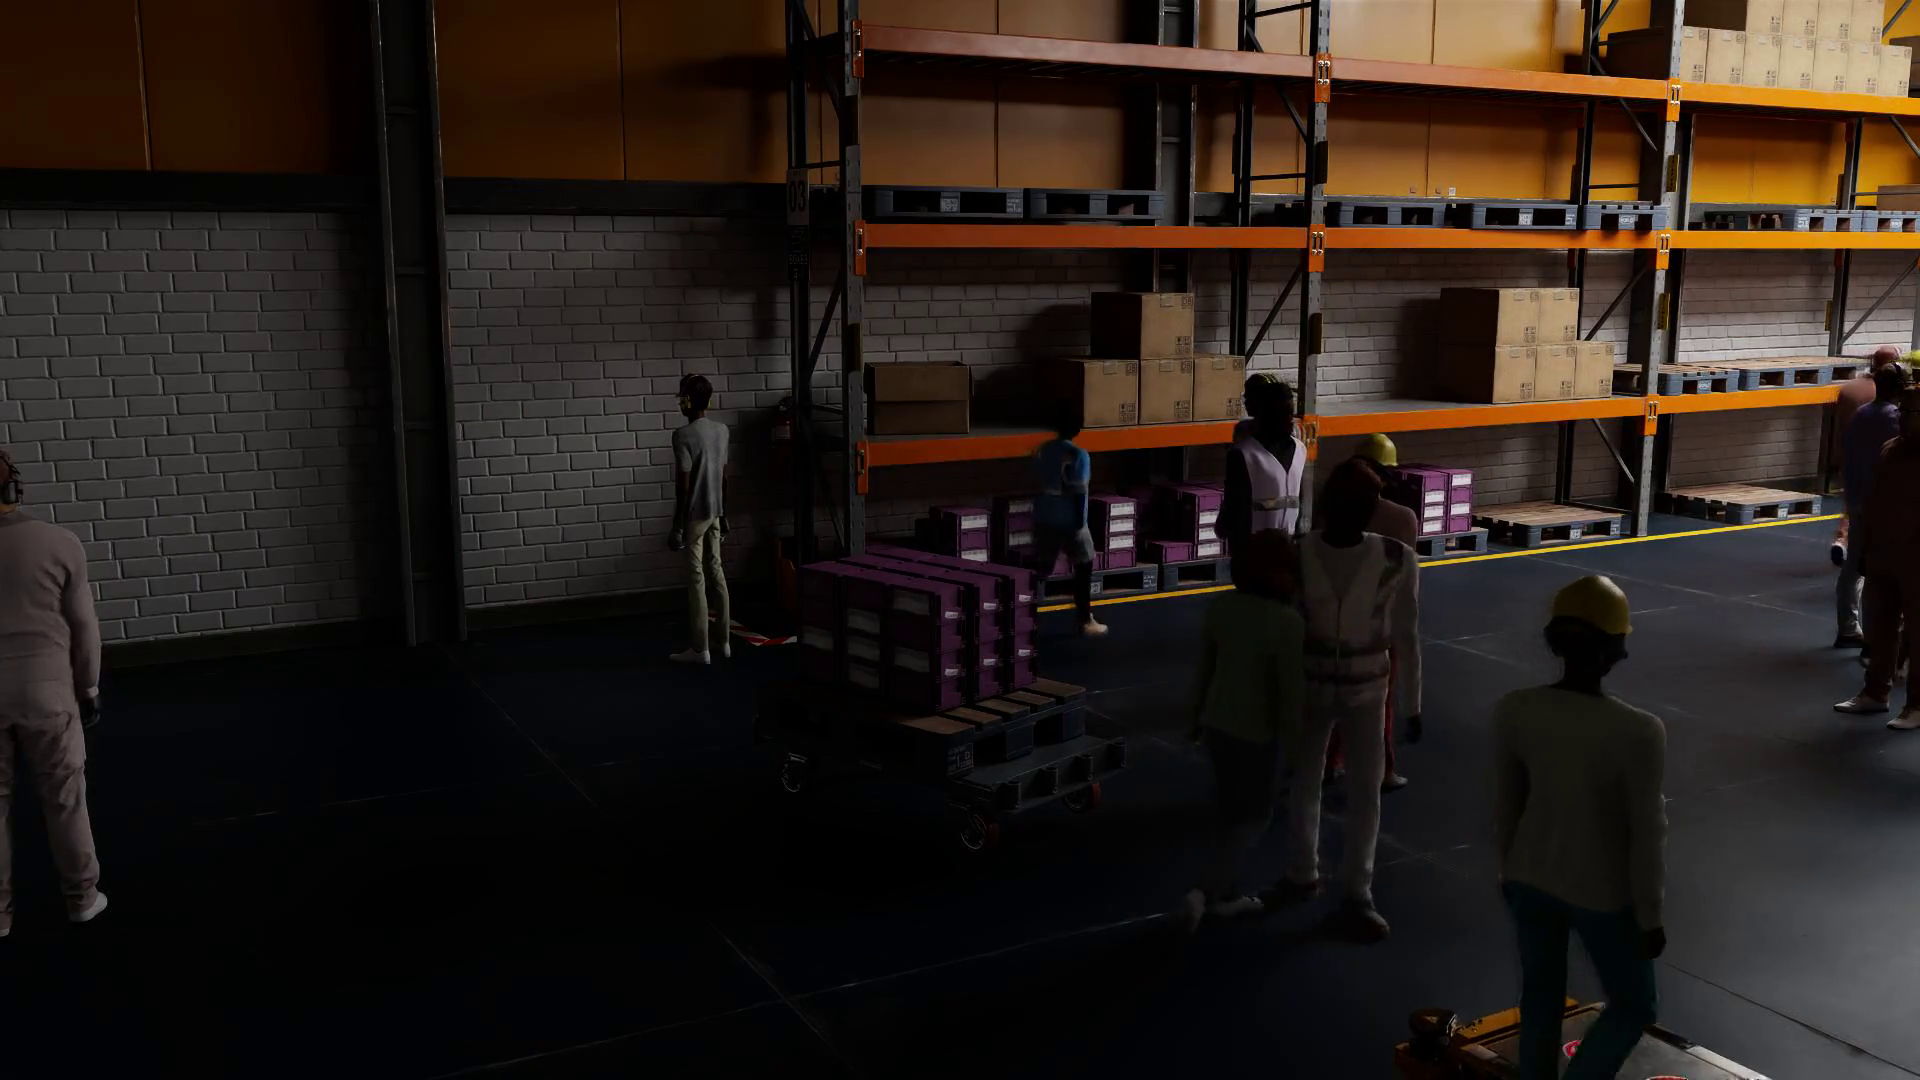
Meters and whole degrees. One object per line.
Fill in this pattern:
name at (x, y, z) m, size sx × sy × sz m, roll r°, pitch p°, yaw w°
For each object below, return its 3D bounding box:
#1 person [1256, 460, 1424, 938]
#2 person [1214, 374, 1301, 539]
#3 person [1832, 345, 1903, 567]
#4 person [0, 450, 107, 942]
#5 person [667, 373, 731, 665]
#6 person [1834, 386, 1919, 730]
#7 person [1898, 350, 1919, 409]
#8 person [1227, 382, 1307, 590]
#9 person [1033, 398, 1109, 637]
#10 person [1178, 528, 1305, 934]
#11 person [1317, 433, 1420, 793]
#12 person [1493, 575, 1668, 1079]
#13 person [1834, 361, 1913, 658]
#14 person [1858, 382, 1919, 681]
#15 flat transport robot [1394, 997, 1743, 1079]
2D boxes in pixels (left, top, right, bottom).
person at (1.456, 0.605, 6.491) m, size 0.704 × 1.855 × 0.562 m, roll 2°, pitch 10°, yaw 14°
person at (1.913, -0.162, 10.941) m, size 0.729 × 1.844 × 0.504 m, roll -7°, pitch 12°, yaw -34°
person at (7.473, -0.645, 13.583) m, size 0.455 × 1.890 × 0.671 m, roll -6°, pitch 12°, yaw -32°
person at (-3.658, 0.596, 6.420) m, size 0.636 × 1.903 × 0.404 m, roll -5°, pitch 11°, yaw -27°
person at (-1.687, -0.133, 10.701) m, size 0.316 × 1.870 × 0.531 m, roll 6°, pitch 11°, yaw 31°
person at (5.277, 0.093, 9.292) m, size 0.410 × 1.909 × 0.643 m, roll -3°, pitch 10°, yaw -16°
person at (7.260, -0.498, 12.681) m, size 0.548 × 1.911 × 0.592 m, roll -4°, pitch 10°, yaw -20°
person at (1.734, 0.056, 9.476) m, size 0.596 × 1.916 × 0.372 m, roll -8°, pitch 13°, yaw -39°
person at (0.646, -0.131, 11.276) m, size 0.781 × 1.668 × 0.537 m, roll -7°, pitch 12°, yaw -35°
person at (1.036, 0.750, 6.371) m, size 0.591 × 1.607 × 0.555 m, roll -8°, pitch 13°, yaw -39°
person at (2.002, 0.356, 8.193) m, size 0.533 × 1.765 × 0.330 m, roll 7°, pitch 12°, yaw 35°
person at (1.728, 0.966, 4.674) m, size 0.355 × 1.753 × 0.552 m, roll -7°, pitch 12°, yaw -36°
person at (6.022, -0.201, 10.897) m, size 0.373 × 1.940 × 0.627 m, roll -1°, pitch 10°, yaw -5°
person at (6.022, -0.060, 10.309) m, size 1.020 × 1.862 × 0.600 m, roll -3°, pitch 10°, yaw -18°
flat transport robot at (2.026, 1.680, 4.863) m, size 0.652 × 0.197 × 1.431 m, roll -6°, pitch 11°, yaw -30°
